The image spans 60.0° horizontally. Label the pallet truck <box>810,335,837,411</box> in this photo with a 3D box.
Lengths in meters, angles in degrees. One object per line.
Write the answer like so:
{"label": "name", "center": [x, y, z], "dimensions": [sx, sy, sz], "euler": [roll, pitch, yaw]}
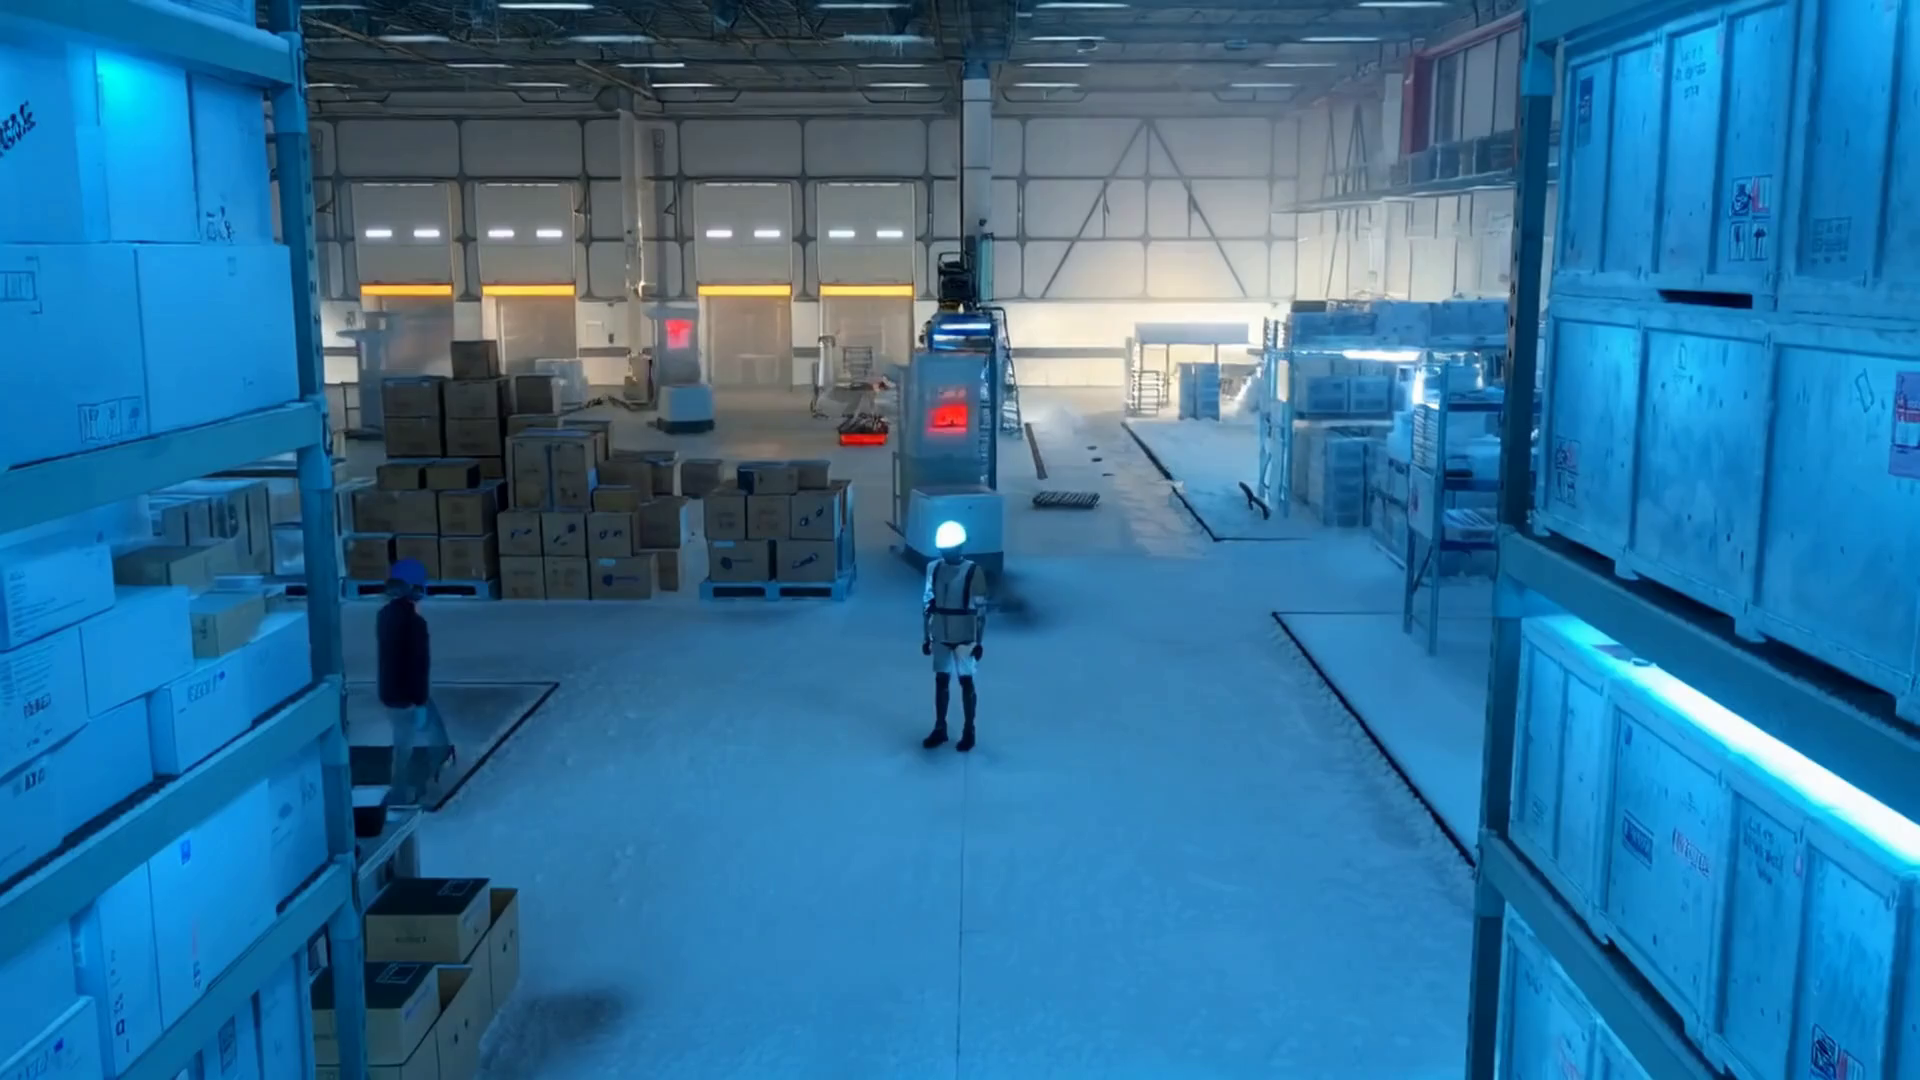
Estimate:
{"label": "pallet truck", "center": [-3.021, -4.312, 43.126], "dimensions": [1.885, 1.965, 0.823], "euler": [3, 10, 17]}

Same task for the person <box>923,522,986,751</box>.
{"label": "person", "center": [-0.067, 0.799, 13.817], "dimensions": [0.552, 1.933, 0.373], "euler": [4, 11, 24]}

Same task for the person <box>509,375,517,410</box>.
{"label": "person", "center": [-9.176, -2.476, 33.492], "dimensions": [0.635, 1.667, 0.317], "euler": [-8, 12, -37]}

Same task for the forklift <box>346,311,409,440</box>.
{"label": "forklift", "center": [-12.810, -3.738, 37.268], "dimensions": [1.129, 2.768, 1.873], "euler": [5, 11, 24]}

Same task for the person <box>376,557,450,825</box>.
{"label": "person", "center": [-3.954, 1.104, 11.985], "dimensions": [0.613, 1.965, 0.431], "euler": [9, 13, 42]}

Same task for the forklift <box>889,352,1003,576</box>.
{"label": "forklift", "center": [-0.179, -1.049, 21.756], "dimensions": [1.129, 2.768, 1.873], "euler": [-3, 10, -16]}

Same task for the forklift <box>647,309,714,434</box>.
{"label": "forklift", "center": [-6.464, -3.921, 38.322], "dimensions": [1.129, 2.768, 1.873], "euler": [-5, 11, -25]}
